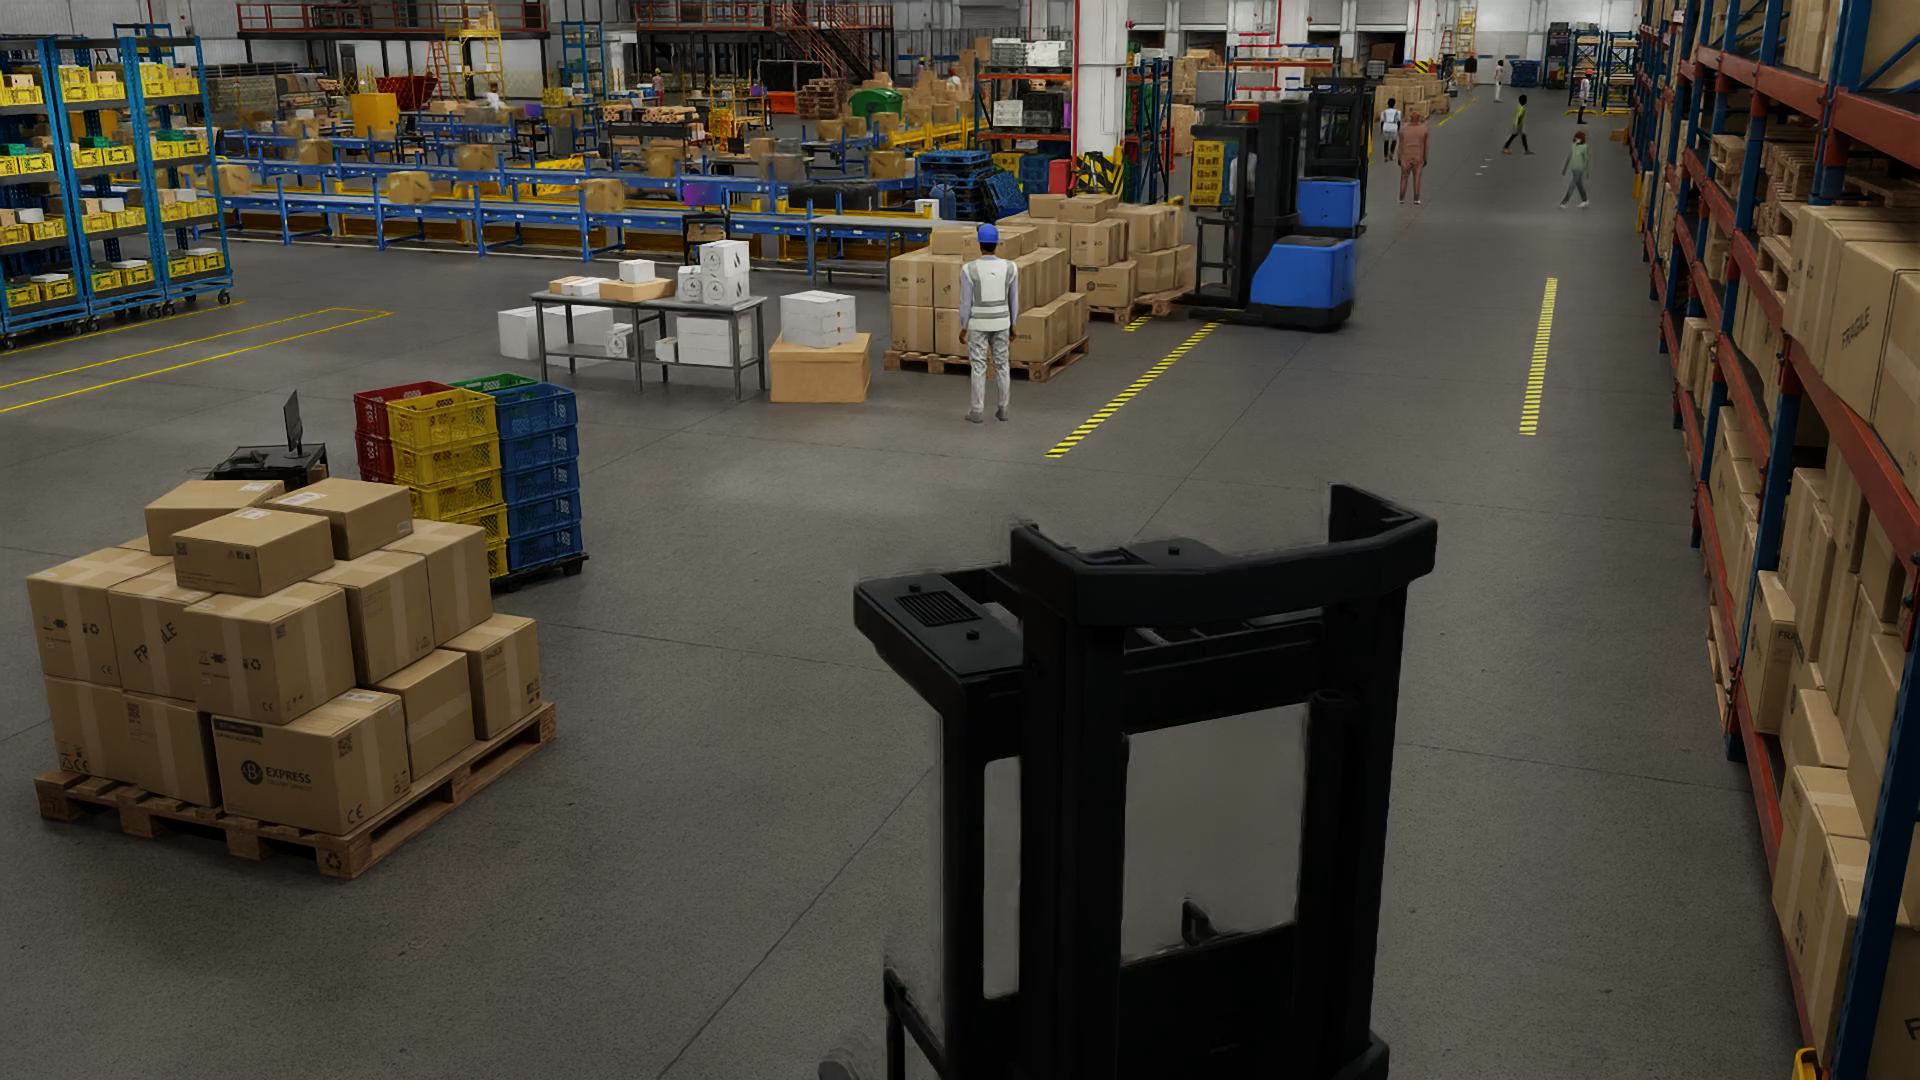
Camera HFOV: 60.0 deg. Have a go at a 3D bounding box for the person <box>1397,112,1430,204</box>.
[{"bbox_3d":[9.546,-8.058,35.076,0.641,1.900,0.395,5,18,17],"label":"person"}]

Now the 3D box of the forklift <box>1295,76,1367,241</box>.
[{"bbox_3d":[6.598,-6.755,29.381,1.129,2.768,1.873,6,19,19],"label":"forklift"}]

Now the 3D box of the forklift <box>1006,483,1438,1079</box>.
[{"bbox_3d":[0.603,1.277,4.143,1.129,2.768,1.873,-7,19,-22],"label":"forklift"}]

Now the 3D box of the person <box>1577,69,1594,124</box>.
[{"bbox_3d":[22.474,-15.928,59.760,0.394,1.929,0.539,3,18,8],"label":"person"}]

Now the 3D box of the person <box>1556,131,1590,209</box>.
[{"bbox_3d":[12.682,-7.597,34.134,0.890,1.580,0.515,-6,19,-17],"label":"person"}]

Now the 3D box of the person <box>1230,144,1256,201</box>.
[{"bbox_3d":[4.999,-6.071,28.954,0.611,1.806,0.730,5,18,14],"label":"person"}]

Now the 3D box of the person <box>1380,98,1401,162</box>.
[{"bbox_3d":[11.598,-11.053,44.812,0.560,1.679,0.461,8,19,24],"label":"person"}]

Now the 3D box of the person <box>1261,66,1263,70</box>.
[{"bbox_3d":[16.461,-26.018,91.451,0.369,1.925,0.594,7,19,21],"label":"person"}]

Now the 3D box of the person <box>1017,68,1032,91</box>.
[{"bbox_3d":[2.464,-17.483,64.452,0.676,2.000,0.536,0,18,1],"label":"person"}]

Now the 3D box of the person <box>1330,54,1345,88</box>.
[{"bbox_3d":[19.796,-24.480,86.932,0.831,1.733,0.525,5,18,15],"label":"person"}]

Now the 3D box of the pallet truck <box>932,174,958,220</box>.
[{"bbox_3d":[-0.507,-5.292,27.348,0.653,1.274,1.630,6,19,19],"label":"pallet truck"}]

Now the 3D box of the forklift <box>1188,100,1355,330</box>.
[{"bbox_3d":[4.085,-4.225,21.431,1.873,2.768,1.129,9,20,27],"label":"forklift"}]

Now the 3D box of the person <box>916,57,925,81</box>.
[{"bbox_3d":[-1.756,-20.944,75.542,0.431,1.911,0.599,-7,19,-21],"label":"person"}]

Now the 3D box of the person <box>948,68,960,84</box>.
[{"bbox_3d":[-0.142,-16.790,62.587,0.601,1.855,0.737,-16,23,-40],"label":"person"}]

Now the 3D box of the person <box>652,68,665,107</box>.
[{"bbox_3d":[-11.831,-17.624,65.334,0.532,1.772,0.300,9,20,26],"label":"person"}]

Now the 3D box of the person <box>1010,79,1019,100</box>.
[{"bbox_3d":[1.989,-15.658,58.903,0.409,1.920,0.553,-4,18,-12],"label":"person"}]

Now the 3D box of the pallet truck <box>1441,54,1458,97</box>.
[{"bbox_3d":[22.765,-21.886,78.355,0.823,1.965,1.885,-4,18,-14],"label":"pallet truck"}]

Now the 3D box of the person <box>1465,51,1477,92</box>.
[{"bbox_3d":[25.665,-23.541,83.592,0.622,1.975,0.521,2,18,7],"label":"person"}]

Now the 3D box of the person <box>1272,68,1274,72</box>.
[{"bbox_3d":[13.742,-20.066,72.946,0.917,1.834,0.530,10,20,29],"label":"person"}]

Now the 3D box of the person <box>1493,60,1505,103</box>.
[{"bbox_3d":[23.966,-20.389,73.908,0.429,1.841,0.636,2,18,7],"label":"person"}]

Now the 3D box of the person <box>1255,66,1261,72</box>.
[{"bbox_3d":[15.130,-23.778,84.837,0.718,1.676,0.538,-1,18,-5],"label":"person"}]

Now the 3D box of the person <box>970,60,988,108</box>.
[{"bbox_3d":[0.747,-18.768,68.581,1.054,1.999,0.611,6,18,17],"label":"person"}]

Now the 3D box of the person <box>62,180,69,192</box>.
[{"bbox_3d":[-15.395,-5.865,28.173,0.400,1.905,0.643,15,23,40],"label":"person"}]

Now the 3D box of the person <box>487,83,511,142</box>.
[{"bbox_3d":[-14.116,-13.001,50.740,0.966,1.811,0.547,5,18,15],"label":"person"}]

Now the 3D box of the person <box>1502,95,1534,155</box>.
[{"bbox_3d":[15.827,-11.741,47.046,0.876,1.653,0.539,2,18,7],"label":"person"}]

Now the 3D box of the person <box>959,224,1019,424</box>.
[{"bbox_3d":[0.276,-2.113,16.306,0.614,1.946,0.390,-6,19,-18],"label":"person"}]
